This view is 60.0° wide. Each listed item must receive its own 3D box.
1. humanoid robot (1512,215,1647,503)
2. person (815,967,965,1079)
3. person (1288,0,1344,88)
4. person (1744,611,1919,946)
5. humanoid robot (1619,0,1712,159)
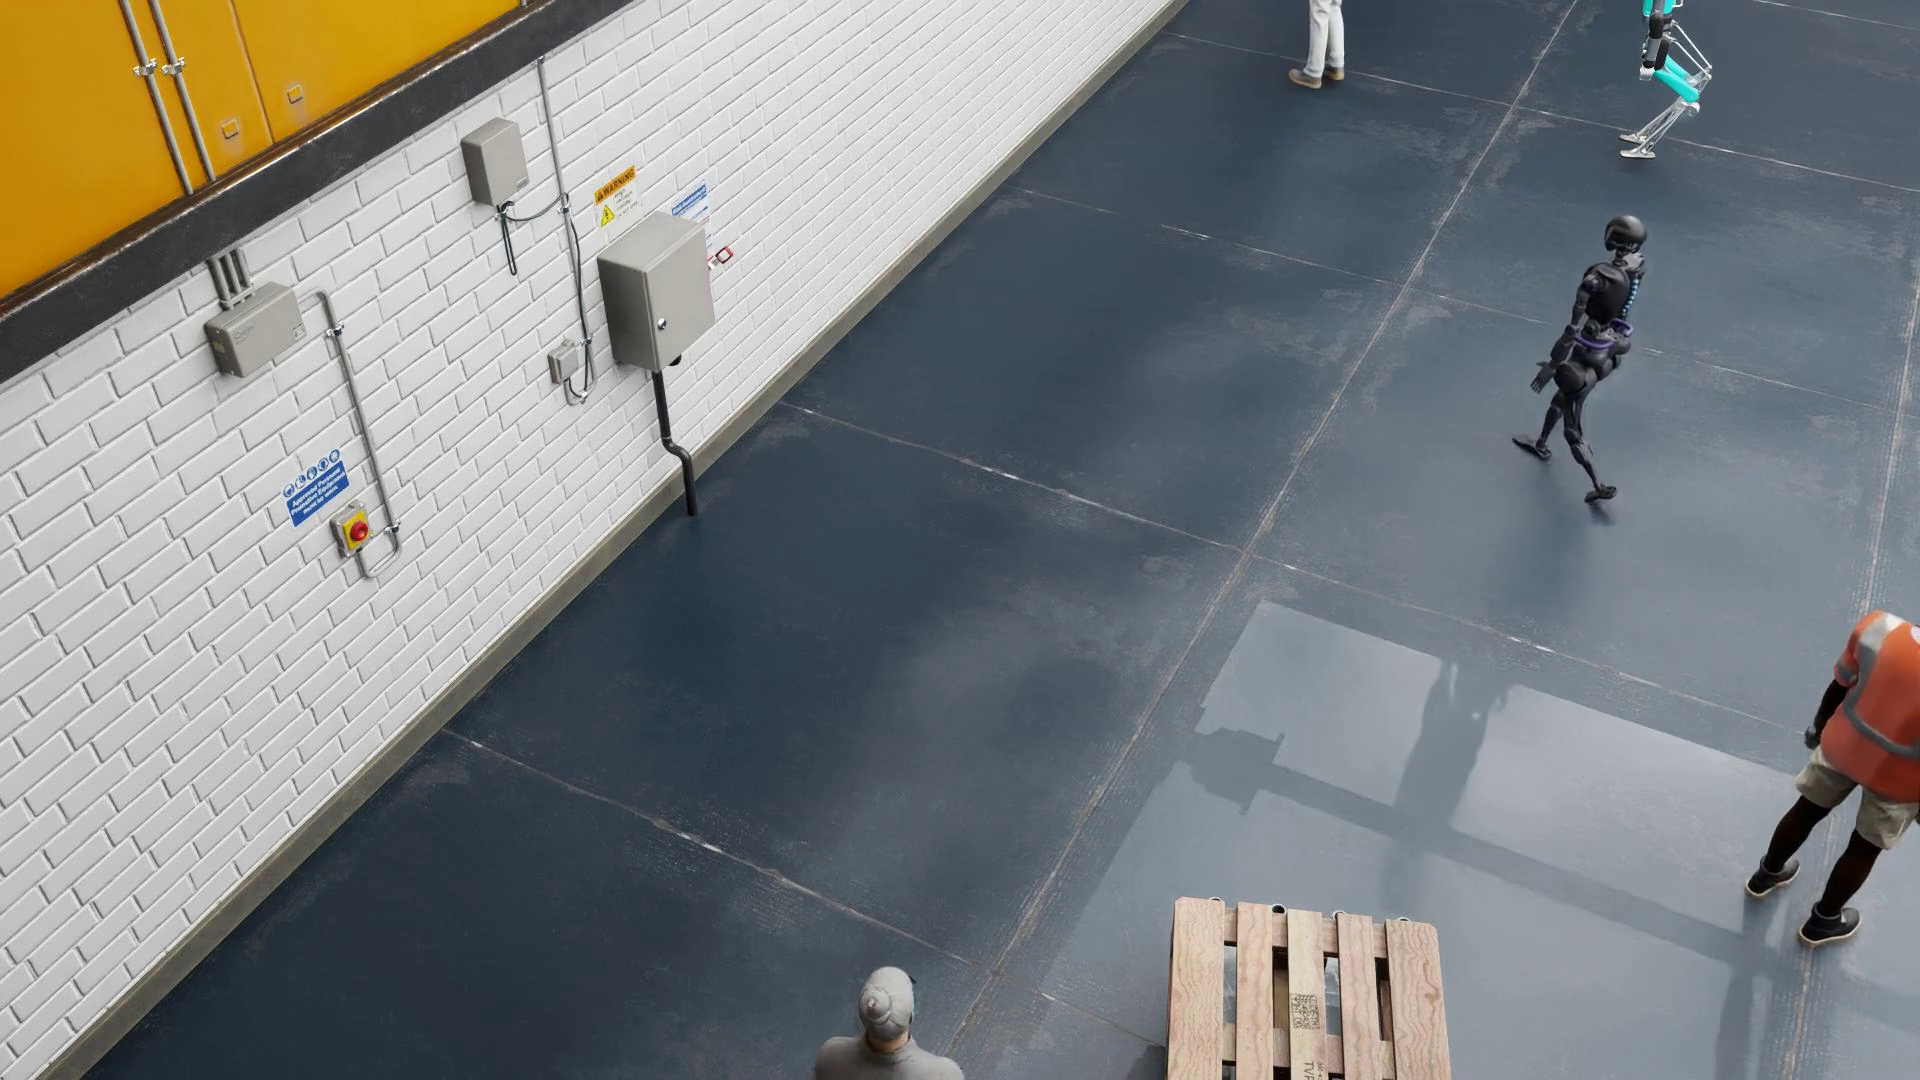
[{"bbox_3d":[3.425,-0.977,8.934,0.589,1.655,0.743,-27,47,-27],"label":"humanoid robot"},{"bbox_3d":[-0.182,1.939,5.428,0.518,1.792,0.955,14,43,16],"label":"person"},{"bbox_3d":[2.817,-4.354,12.657,0.586,1.878,0.369,-27,48,-28],"label":"person"},{"bbox_3d":[3.634,0.861,6.553,0.368,1.955,0.608,-25,47,-26],"label":"person"},{"bbox_3d":[5.037,-3.462,11.625,0.735,1.677,0.533,13,43,15],"label":"humanoid robot"}]
